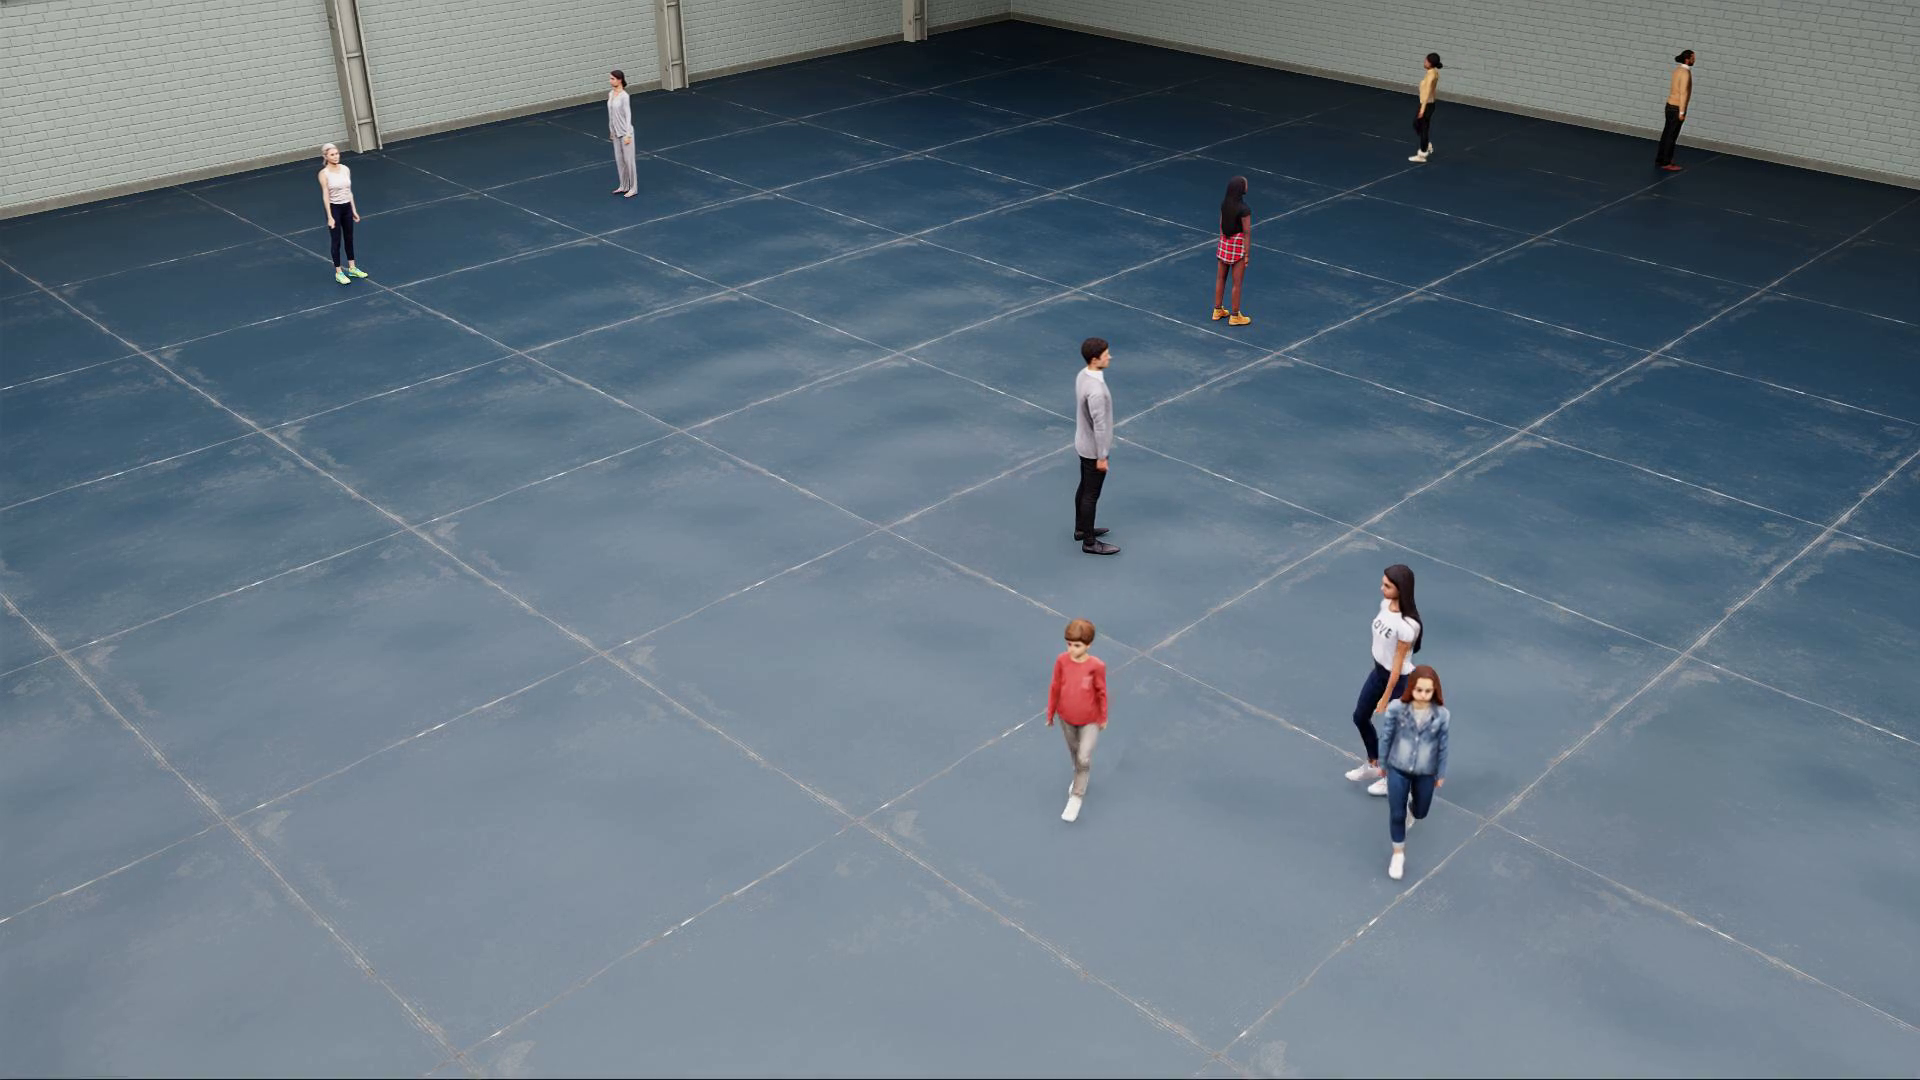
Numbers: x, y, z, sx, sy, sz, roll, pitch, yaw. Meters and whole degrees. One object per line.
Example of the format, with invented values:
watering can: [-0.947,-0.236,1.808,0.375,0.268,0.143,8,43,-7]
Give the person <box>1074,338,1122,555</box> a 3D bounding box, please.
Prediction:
person: [1.127,-0.821,14.197,0.861,1.923,0.838,-4,28,-7]

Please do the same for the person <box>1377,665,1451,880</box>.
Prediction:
person: [2.859,1.404,10.505,0.802,1.466,0.917,7,29,12]

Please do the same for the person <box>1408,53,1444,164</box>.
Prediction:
person: [7.165,-6.557,25.254,0.764,1.655,0.663,11,30,20]

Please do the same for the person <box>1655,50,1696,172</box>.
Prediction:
person: [10.763,-6.475,24.994,0.818,1.754,0.738,3,28,6]

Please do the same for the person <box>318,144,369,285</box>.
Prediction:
person: [-7.637,-4.039,20.475,0.702,1.701,0.546,16,32,27]

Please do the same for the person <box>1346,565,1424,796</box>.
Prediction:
person: [2.970,0.947,11.054,0.756,1.757,0.709,-7,29,-12]

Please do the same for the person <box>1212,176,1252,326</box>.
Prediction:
person: [3.145,-3.337,19.129,0.620,1.729,0.626,-20,34,-33]

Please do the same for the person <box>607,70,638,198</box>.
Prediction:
person: [-4.811,-5.811,23.727,0.578,1.773,0.514,24,37,38]

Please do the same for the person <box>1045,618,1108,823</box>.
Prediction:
person: [0.826,1.125,11.108,0.704,1.393,0.920,13,31,23]
